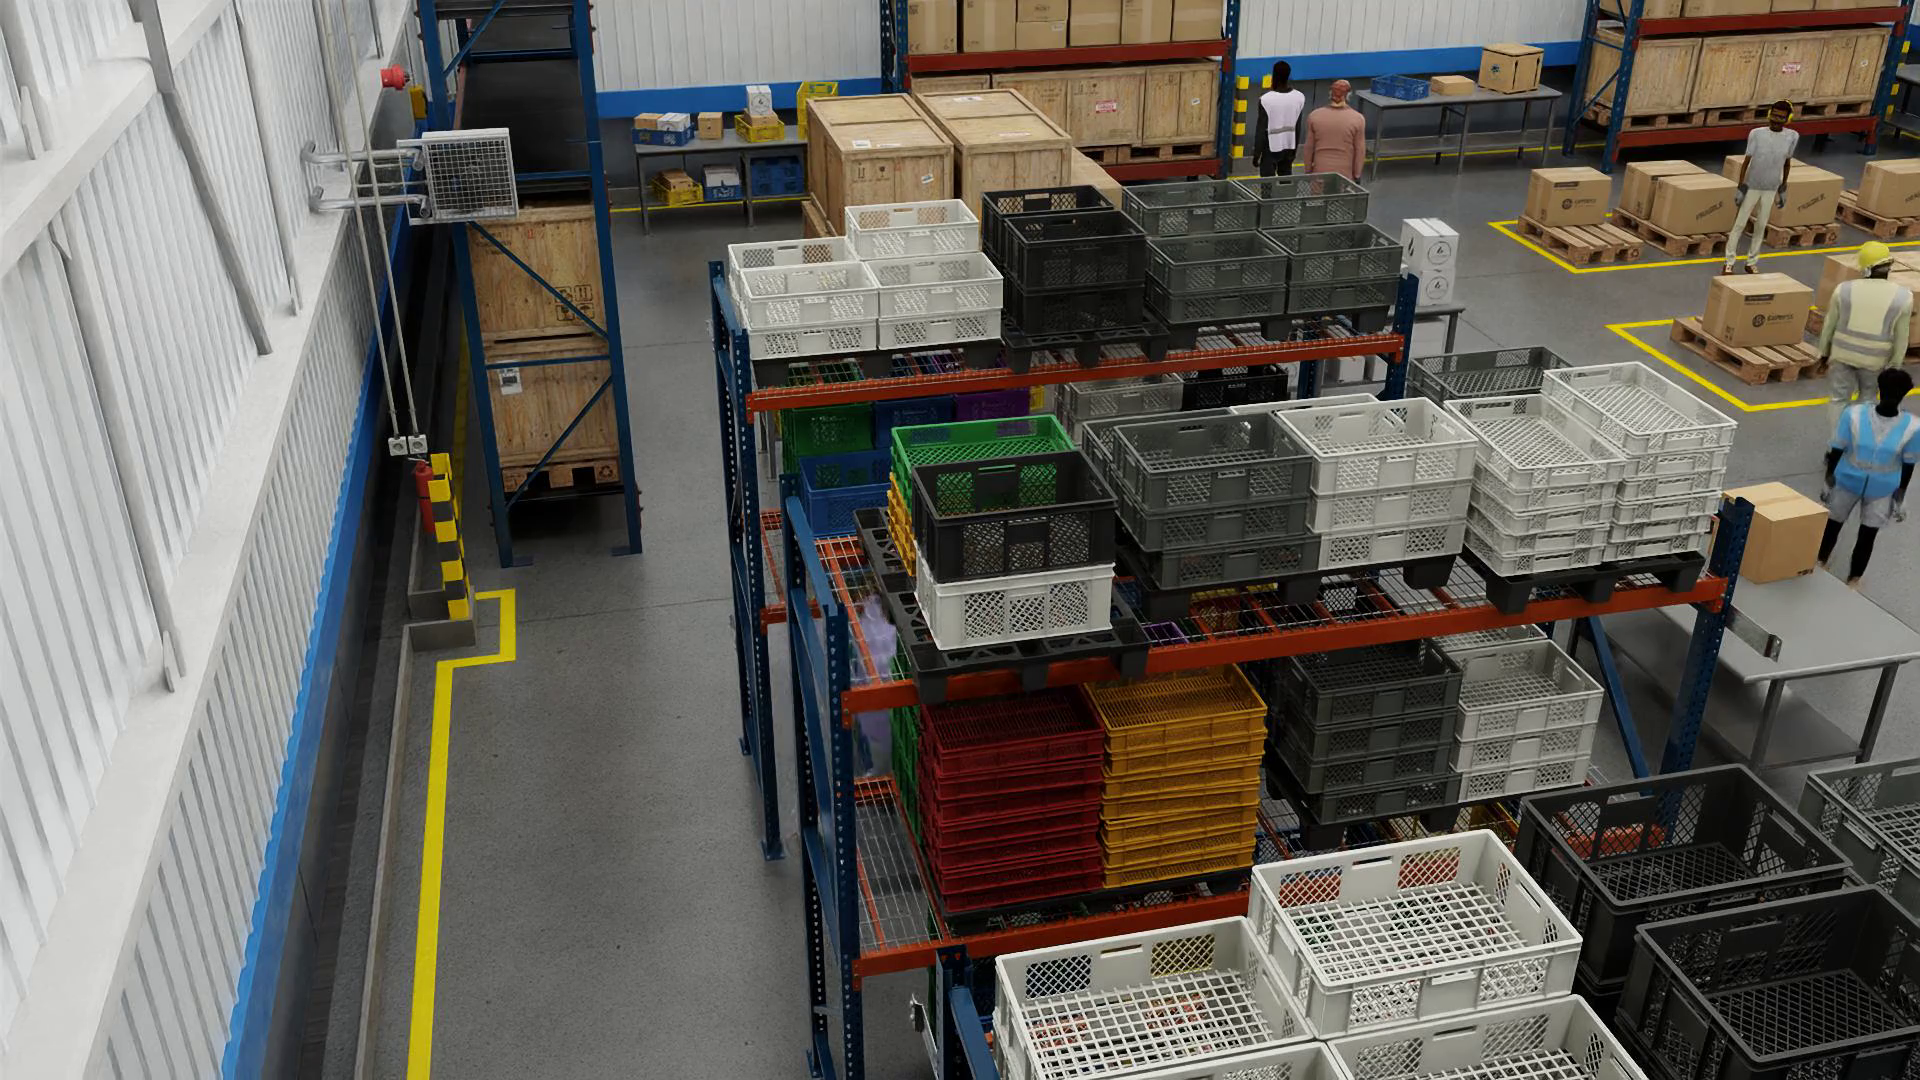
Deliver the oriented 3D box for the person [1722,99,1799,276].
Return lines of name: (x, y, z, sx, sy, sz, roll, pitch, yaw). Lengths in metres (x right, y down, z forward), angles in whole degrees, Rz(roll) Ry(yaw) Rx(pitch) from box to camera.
person: (8.297, -3.618, 17.189, 0.521, 1.863, 0.335, 4, 28, 7)

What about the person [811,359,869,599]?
person: (-0.815, -0.420, 11.097, 0.338, 1.882, 0.582, 12, 30, 21)

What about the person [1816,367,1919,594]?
person: (6.095, -0.366, 11.199, 0.538, 1.700, 0.319, 14, 31, 25)

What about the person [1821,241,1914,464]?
person: (7.176, -1.490, 13.224, 0.629, 1.789, 0.579, 19, 33, 32)

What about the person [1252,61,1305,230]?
person: (3.542, -4.353, 18.540, 0.584, 1.909, 0.390, -14, 31, -24)

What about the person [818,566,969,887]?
person: (-0.379, 0.955, 8.461, 0.858, 1.909, 0.639, -7, 29, -12)

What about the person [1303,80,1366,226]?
person: (3.975, -3.929, 17.774, 0.675, 1.923, 0.521, 12, 30, 21)
